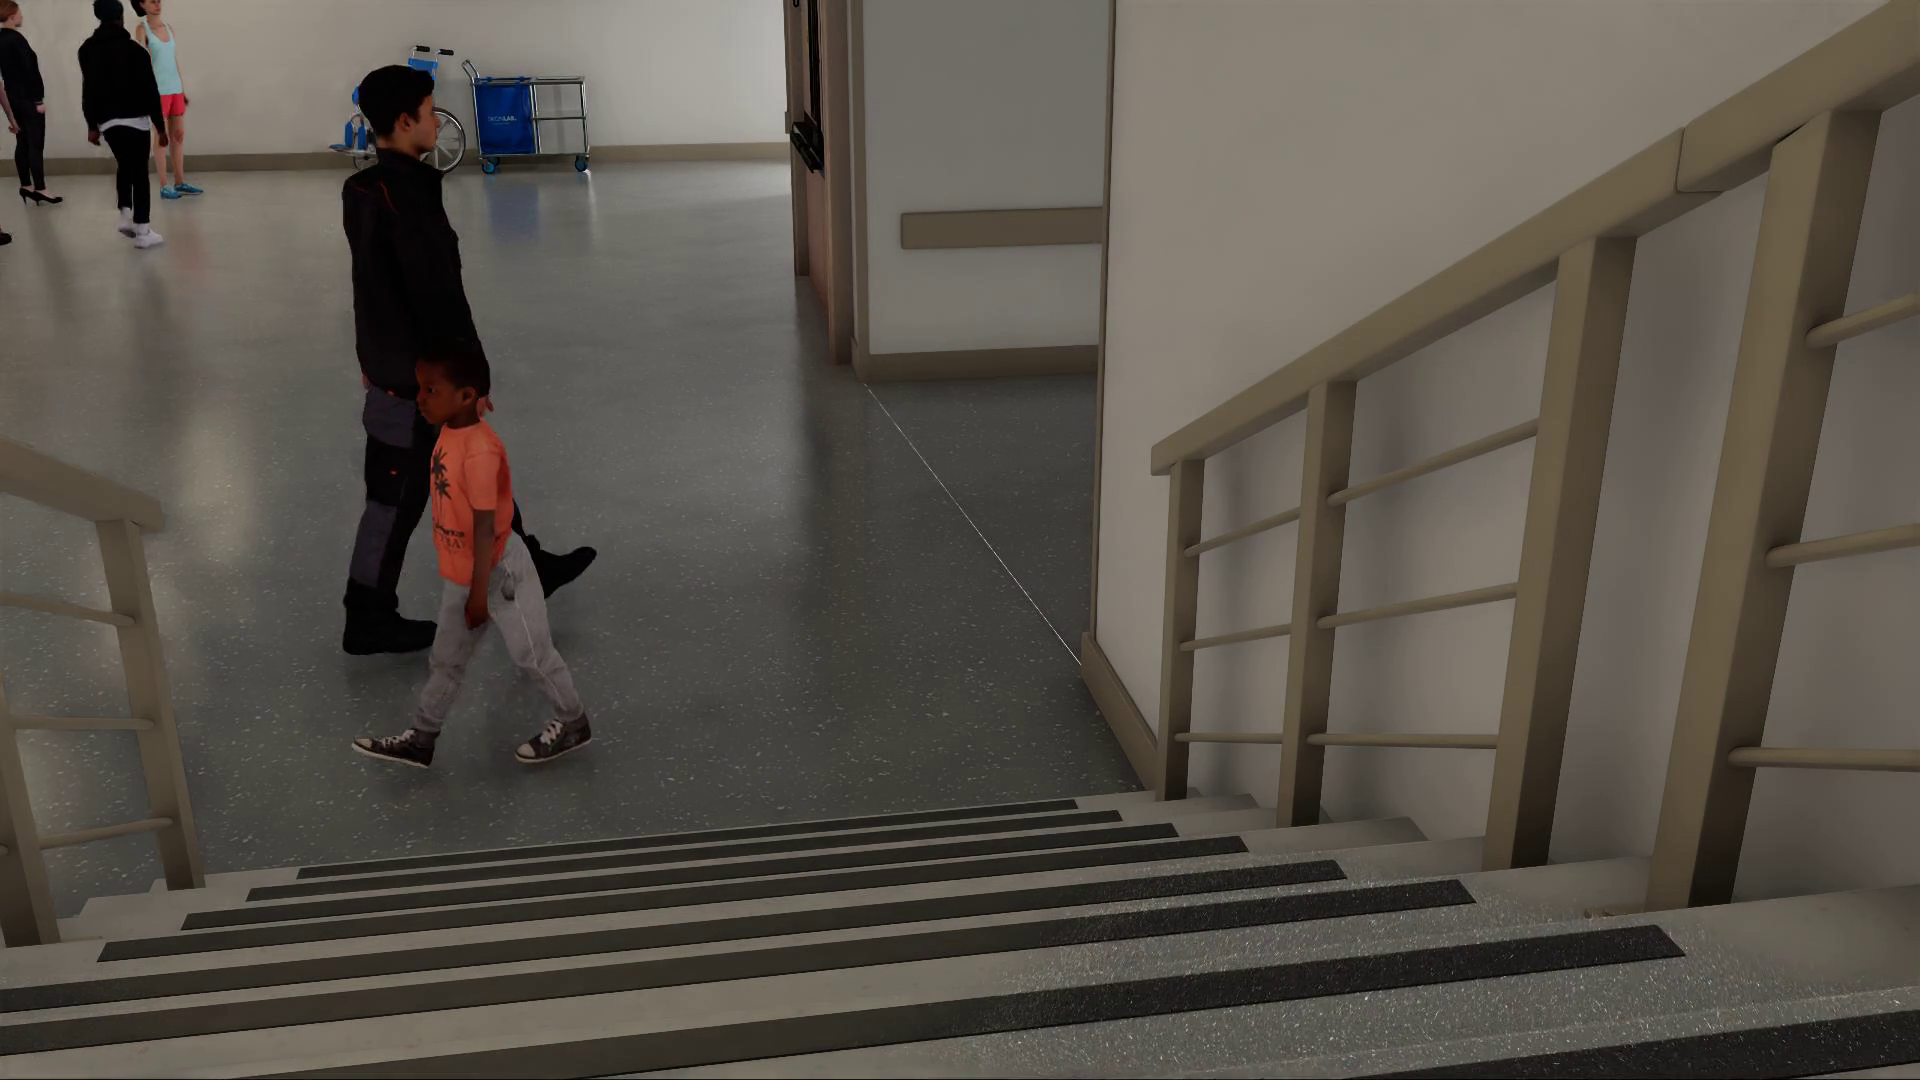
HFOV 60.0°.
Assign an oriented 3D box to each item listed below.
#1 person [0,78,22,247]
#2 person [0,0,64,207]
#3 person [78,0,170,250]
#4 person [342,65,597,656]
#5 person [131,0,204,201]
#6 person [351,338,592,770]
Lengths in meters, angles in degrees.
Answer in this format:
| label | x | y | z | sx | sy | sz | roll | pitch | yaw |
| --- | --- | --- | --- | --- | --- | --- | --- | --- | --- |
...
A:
| label | x | y | z | sx | sy | sz | roll | pitch | yaw |
| --- | --- | --- | --- | --- | --- | --- | --- | --- | --- |
| person | -7.382 | -3.095 | 12.309 | 1.033 | 1.819 | 1.001 | 10 | 23 | 26 |
| person | -7.959 | -3.707 | 14.116 | 0.691 | 1.684 | 0.747 | 13 | 25 | 32 |
| person | -6.175 | -3.038 | 12.181 | 0.761 | 1.805 | 0.733 | 1 | 21 | 3 |
| person | -1.856 | -0.520 | 5.382 | 1.037 | 1.911 | 1.194 | -11 | 24 | -27 |
| person | -6.903 | -3.870 | 14.435 | 0.741 | 1.764 | 0.651 | 7 | 22 | 19 |
| person | -1.276 | 0.067 | 4.728 | 0.786 | 1.276 | 0.888 | -13 | 24 | -30 |
